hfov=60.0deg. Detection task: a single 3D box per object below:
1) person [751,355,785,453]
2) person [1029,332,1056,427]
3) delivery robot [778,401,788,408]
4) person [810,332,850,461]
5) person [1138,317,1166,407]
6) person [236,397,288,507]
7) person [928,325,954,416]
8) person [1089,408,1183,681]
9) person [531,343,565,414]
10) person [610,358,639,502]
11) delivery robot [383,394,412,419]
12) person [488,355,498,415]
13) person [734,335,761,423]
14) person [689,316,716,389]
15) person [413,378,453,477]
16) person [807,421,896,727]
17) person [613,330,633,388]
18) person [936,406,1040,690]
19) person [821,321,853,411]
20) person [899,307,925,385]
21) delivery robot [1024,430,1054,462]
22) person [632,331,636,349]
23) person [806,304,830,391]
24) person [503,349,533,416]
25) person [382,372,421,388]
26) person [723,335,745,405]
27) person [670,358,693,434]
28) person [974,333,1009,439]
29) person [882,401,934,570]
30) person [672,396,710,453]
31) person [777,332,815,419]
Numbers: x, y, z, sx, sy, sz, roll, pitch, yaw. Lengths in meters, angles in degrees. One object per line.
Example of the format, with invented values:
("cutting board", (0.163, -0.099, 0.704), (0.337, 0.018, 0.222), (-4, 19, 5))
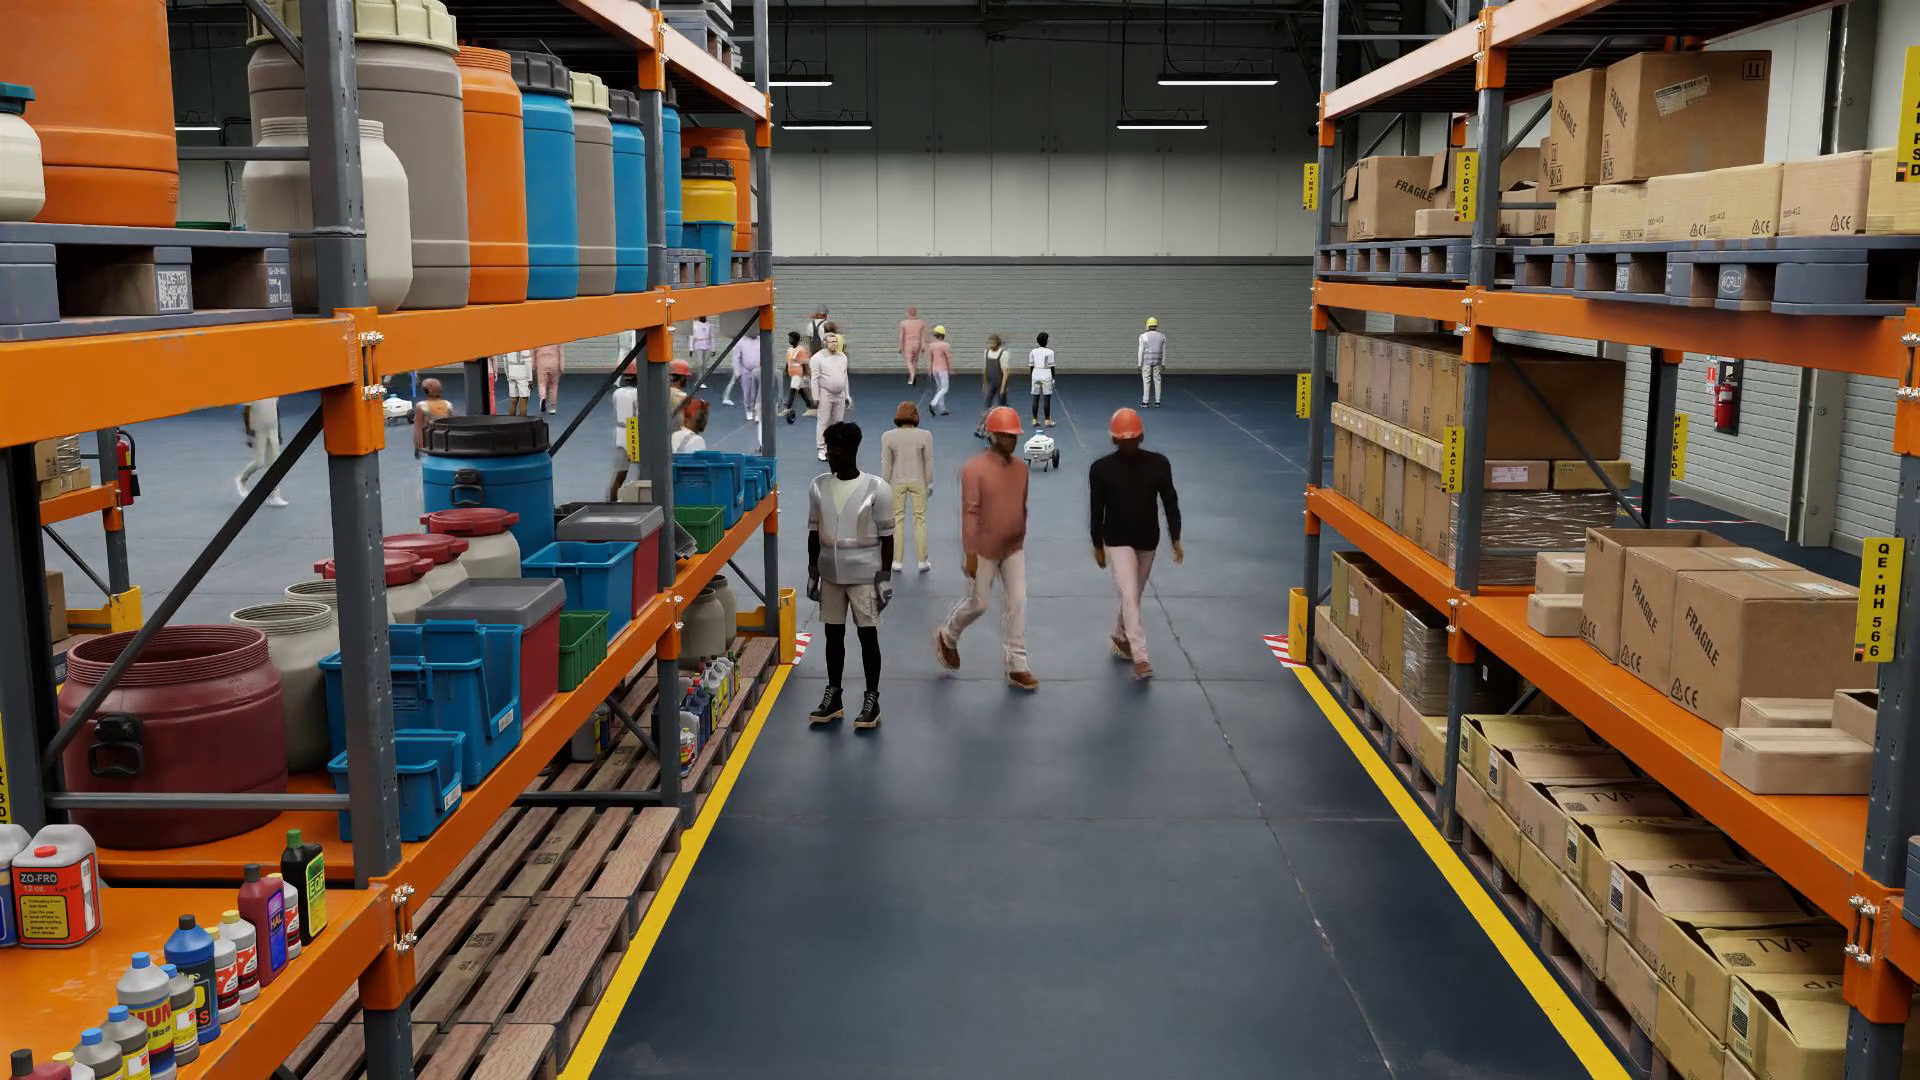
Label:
("person", (-2.929, -2.094, 25.426), (0.522, 1.624, 0.371), (1, 10, 7))
("person", (1.496, -2.902, 30.048), (0.536, 1.700, 0.318), (6, 11, 34))
("delivery robot", (-3.392, -2.553, 30.450), (0.335, 0.223, 0.698), (4, 10, 22))
("person", (-1.926, -2.153, 24.944), (0.650, 1.907, 0.409), (-7, 12, -37))
("person", (3.918, -3.637, 34.054), (0.602, 1.830, 0.404), (-2, 10, -13))
("person", (-8.530, -1.343, 20.271), (0.659, 1.850, 0.530), (6, 11, 30))
("person", (-0.399, -3.263, 32.059), (0.549, 1.745, 0.715), (9, 13, 44))
("person", (1.243, -0.006, 12.060), (0.625, 1.932, 1.073), (-2, 10, -14))
("person", (-8.011, -3.376, 32.359), (0.651, 1.879, 0.664), (-2, 10, -13))
("person", (-3.647, -1.095, 18.681), (0.550, 1.891, 1.002), (5, 11, 30))
("delivery robot", (-10.349, -2.419, 30.423), (0.477, 0.478, 0.707), (2, 10, 14))
("person", (-8.885, -3.097, 31.019), (0.525, 1.769, 0.315), (-3, 10, -15))
("person", (-3.869, -3.140, 30.973), (0.650, 1.865, 0.978), (-2, 10, -9))
("person", (-5.995, -4.490, 38.928), (0.629, 1.903, 0.616), (-6, 11, -34))
("person", (-6.077, -1.078, 19.362), (0.657, 1.615, 0.532), (7, 12, 35))
("person", (-0.711, 0.217, 10.584), (0.613, 1.958, 0.372), (4, 10, 24))
("person", (-7.898, -4.484, 39.206), (0.561, 1.815, 1.001), (4, 10, 22))
("person", (0.193, 0.030, 11.699), (0.630, 1.973, 0.863), (-8, 12, -39))
("person", (-2.442, -3.383, 32.622), (0.762, 1.815, 0.621), (4, 10, 24))
("person", (-1.148, -4.663, 40.056), (0.650, 1.884, 0.787), (-4, 10, -21))
("delivery robot", (1.141, -1.332, 23.911), (0.477, 0.478, 0.707), (2, 10, 11))
("person", (-6.442, -3.680, 34.183), (0.614, 1.871, 0.409), (-2, 10, -12))
("person", (-3.071, -4.243, 37.187), (0.691, 2.000, 0.663), (8, 12, 40))
("person", (-7.471, -2.779, 28.281), (0.615, 2.041, 0.387), (7, 12, 35))
("person", (-13.335, -4.580, 39.497), (0.942, 1.913, 0.600), (1, 10, 7))
("person", (-4.542, -3.592, 34.527), (0.908, 1.583, 0.512), (-6, 11, -33))
("person", (-3.161, -1.044, 18.316), (0.543, 1.907, 0.872), (8, 12, 39))
("person", (0.560, -2.599, 28.039), (0.585, 1.762, 1.009), (6, 11, 33))
("person", (-0.501, -0.520, 15.977), (0.498, 1.633, 0.287), (0, 9, 2))
("person", (-2.196, -0.242, 13.671), (0.691, 1.841, 0.728), (-4, 10, -23))
("person", (-3.123, -3.137, 31.608), (0.887, 1.646, 0.544), (-6, 11, -32))
